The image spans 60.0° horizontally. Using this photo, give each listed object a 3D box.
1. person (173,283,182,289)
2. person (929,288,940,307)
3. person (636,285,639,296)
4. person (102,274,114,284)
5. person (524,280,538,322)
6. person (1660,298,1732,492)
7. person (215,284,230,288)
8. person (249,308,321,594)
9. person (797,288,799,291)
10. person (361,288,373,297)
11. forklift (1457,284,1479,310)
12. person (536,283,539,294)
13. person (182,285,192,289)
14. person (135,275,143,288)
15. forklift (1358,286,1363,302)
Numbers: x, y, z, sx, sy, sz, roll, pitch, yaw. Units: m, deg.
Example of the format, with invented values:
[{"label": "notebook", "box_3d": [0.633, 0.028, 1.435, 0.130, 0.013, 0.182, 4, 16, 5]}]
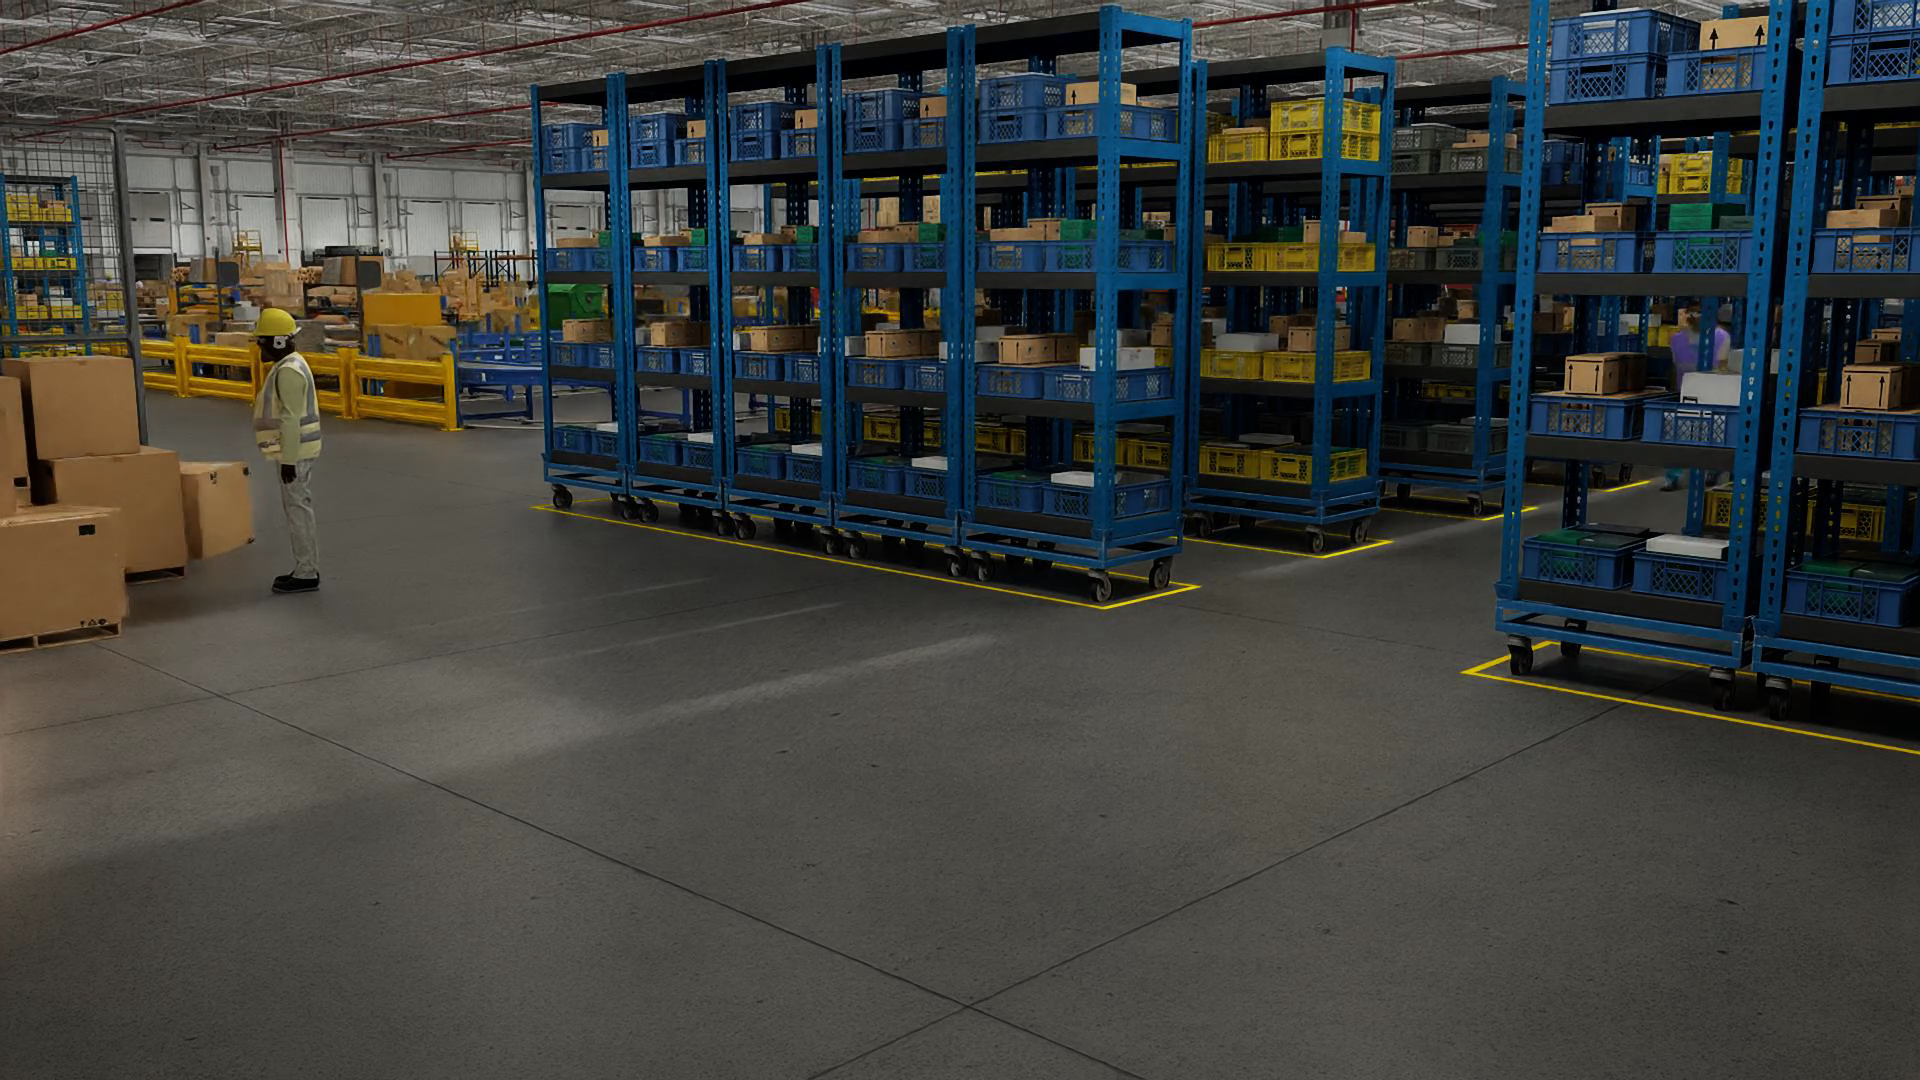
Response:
[{"label": "person", "box_3d": [-29.984, -9.268, 63.981, 0.521, 1.841, 0.860, -3, 10, -16]}, {"label": "person", "box_3d": [-0.905, -8.122, 57.128, 0.938, 1.772, 0.611, 9, 13, 43]}, {"label": "person", "box_3d": [-20.296, -15.923, 105.478, 0.768, 1.609, 0.528, -6, 11, -31]}, {"label": "person", "box_3d": [-35.852, -10.275, 70.057, 0.674, 1.863, 0.755, 6, 11, 35]}, {"label": "person", "box_3d": [-15.345, -8.483, 59.611, 0.548, 1.676, 0.586, 2, 10, 13]}, {"label": "person", "box_3d": [6.931, -1.366, 15.608, 0.566, 1.811, 0.887, 9, 13, 43]}, {"label": "person", "box_3d": [-25.559, -8.335, 57.760, 0.612, 2.007, 1.018, 2, 10, 14]}, {"label": "person", "box_3d": [-4.316, -0.569, 10.681, 0.404, 1.824, 0.586, -4, 10, -23]}, {"label": "person", "box_3d": [-7.036, -11.042, 74.473, 0.639, 1.951, 0.421, 4, 10, 24]}, {"label": "person", "box_3d": [-17.004, -6.569, 47.439, 0.956, 1.819, 0.563, 7, 12, 37]}, {"label": "forklift", "box_3d": [14.970, -7.066, 47.268, 1.873, 2.768, 1.129, 9, 13, 42]}, {"label": "person", "box_3d": [-15.533, -8.914, 61.628, 0.551, 1.904, 0.891, 5, 11, 30]}, {"label": "person", "box_3d": [-20.025, -5.786, 42.953, 0.569, 1.724, 0.424, -2, 9, -10]}, {"label": "person", "box_3d": [-32.172, -9.442, 65.017, 0.627, 1.844, 0.429, 8, 12, 40]}, {"label": "forklift", "box_3d": [11.100, -7.017, 46.970, 1.873, 2.768, 1.129, 9, 13, 43]}]
